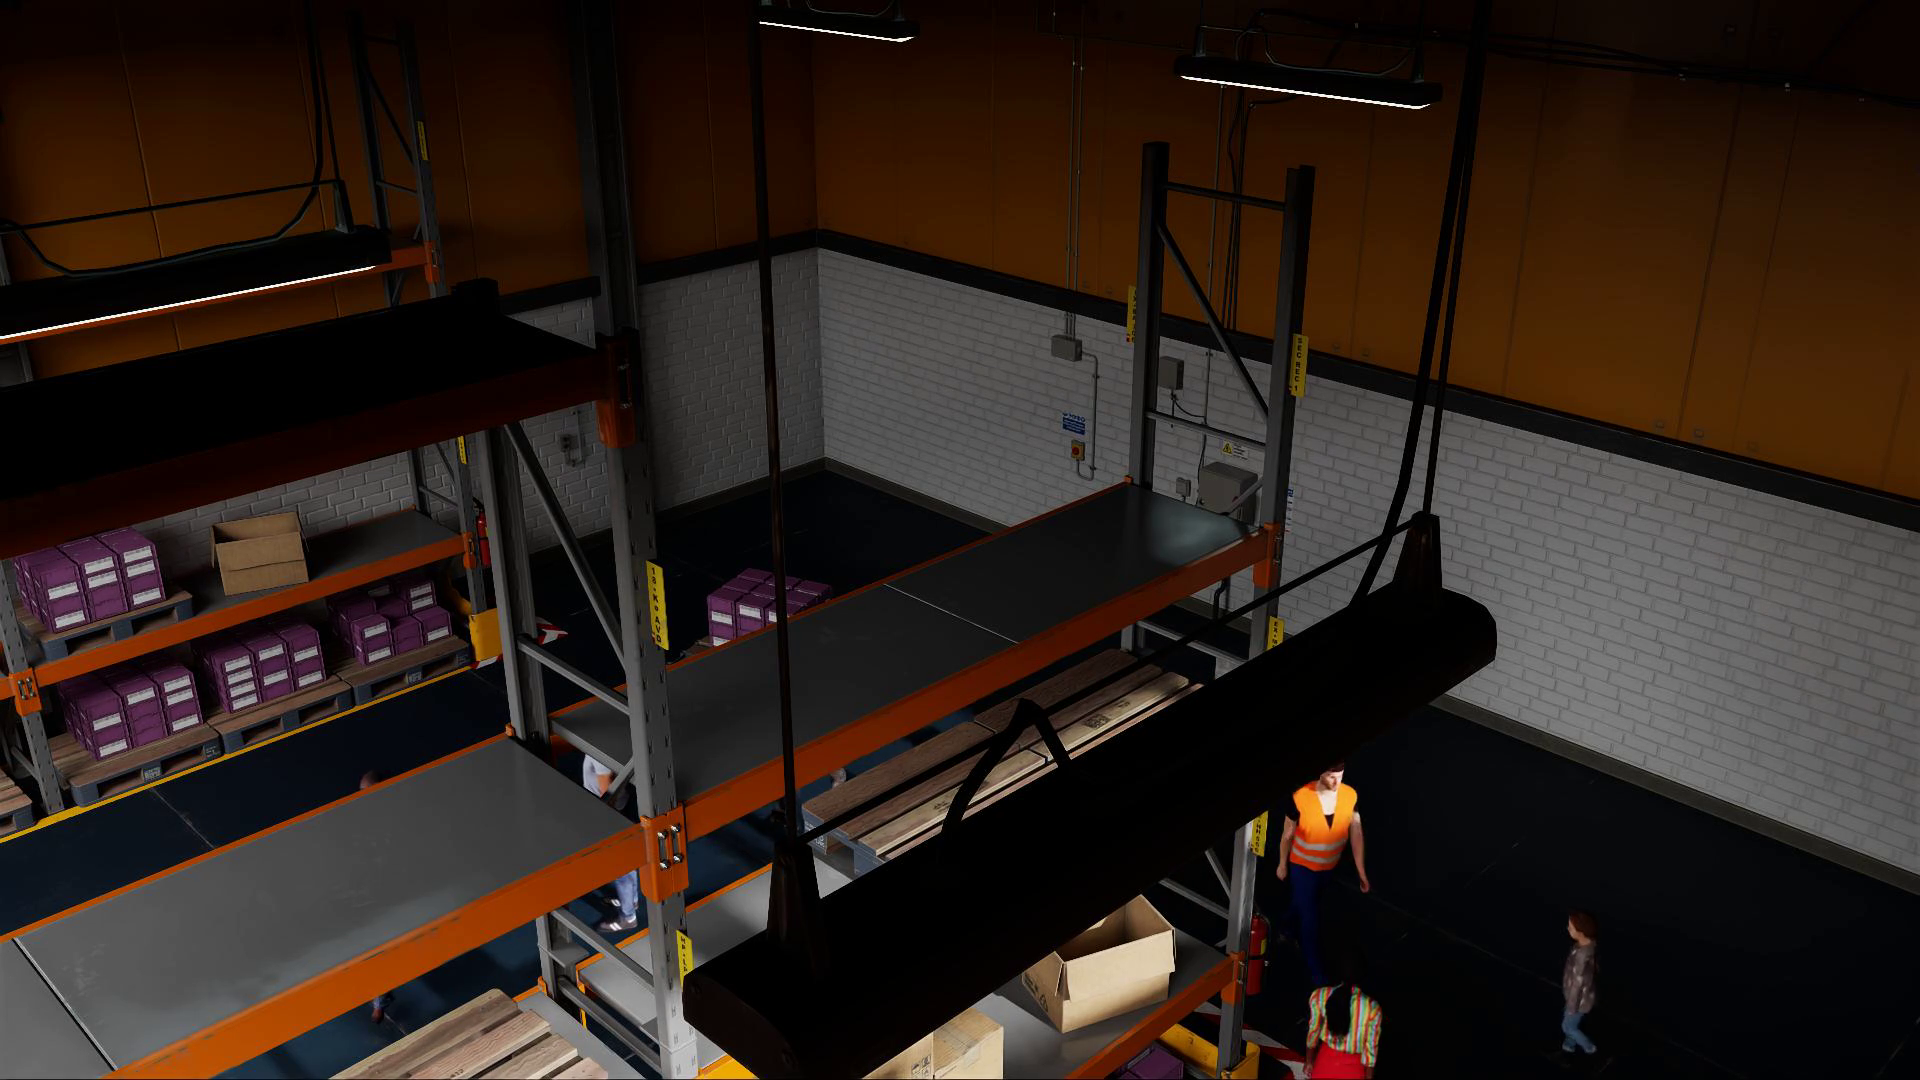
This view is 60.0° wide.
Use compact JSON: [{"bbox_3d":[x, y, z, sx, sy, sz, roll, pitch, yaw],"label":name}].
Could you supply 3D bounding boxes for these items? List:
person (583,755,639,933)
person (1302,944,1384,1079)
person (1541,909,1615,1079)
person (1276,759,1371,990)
[{"bbox_3d":[-2.527,1.979,12.092,0.755,1.865,0.703,-1,24,-2],"label":"person"},{"bbox_3d":[2.144,3.159,9.523,0.841,1.760,1.190,10,26,23],"label":"person"},{"bbox_3d":[4.052,2.944,10.739,0.637,1.179,0.659,13,27,27],"label":"person"},{"bbox_3d":[2.435,2.201,11.612,1.214,1.842,1.141,-8,25,-17],"label":"person"}]
